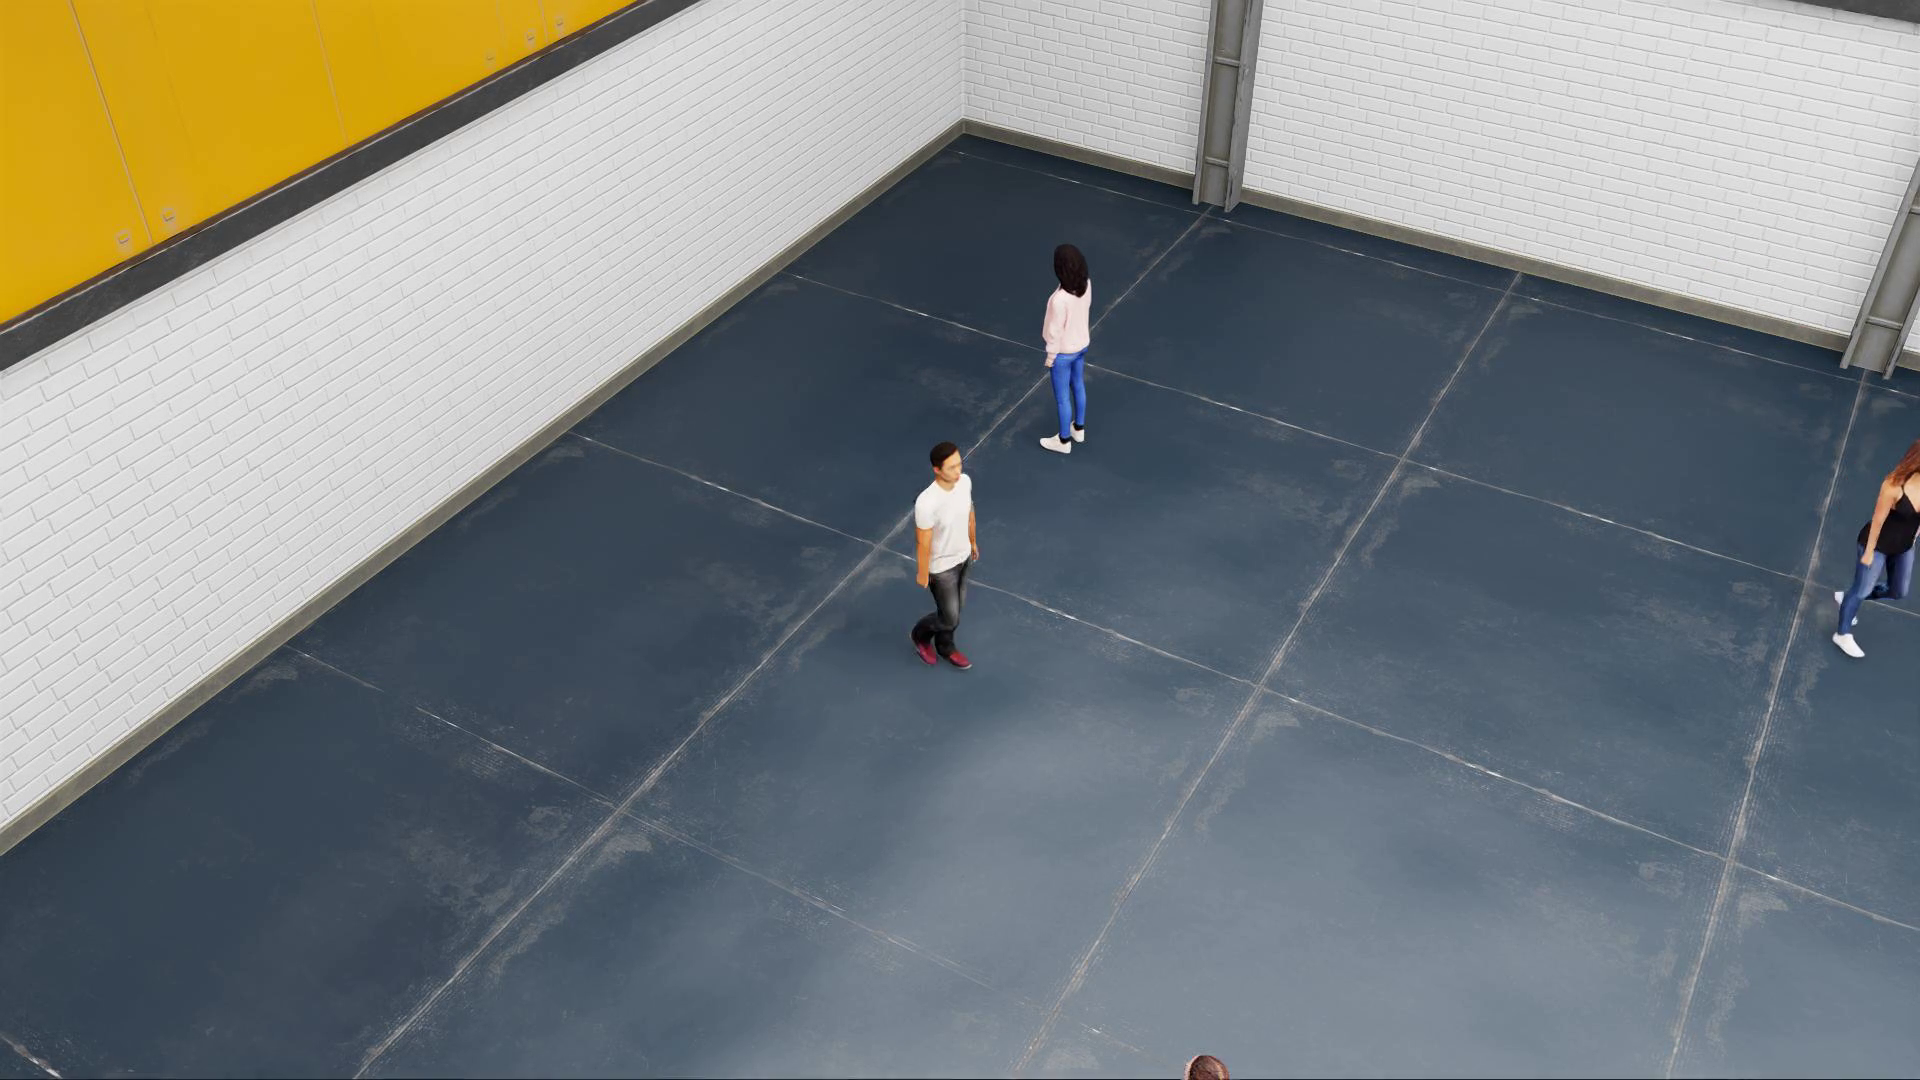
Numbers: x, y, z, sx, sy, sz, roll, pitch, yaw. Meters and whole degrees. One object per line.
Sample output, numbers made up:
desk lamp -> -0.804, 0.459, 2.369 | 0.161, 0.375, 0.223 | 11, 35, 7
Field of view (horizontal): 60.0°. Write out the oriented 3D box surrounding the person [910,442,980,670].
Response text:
person -> -0.151, 0.084, 10.786 | 0.684, 1.794, 0.654 | 24, 45, 27

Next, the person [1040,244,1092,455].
person -> 0.834, -1.464, 12.746 | 0.599, 1.769, 0.675 | 27, 46, 30

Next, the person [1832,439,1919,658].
person -> 6.070, -0.014, 10.973 | 0.774, 1.715, 0.836 | -11, 40, -13
